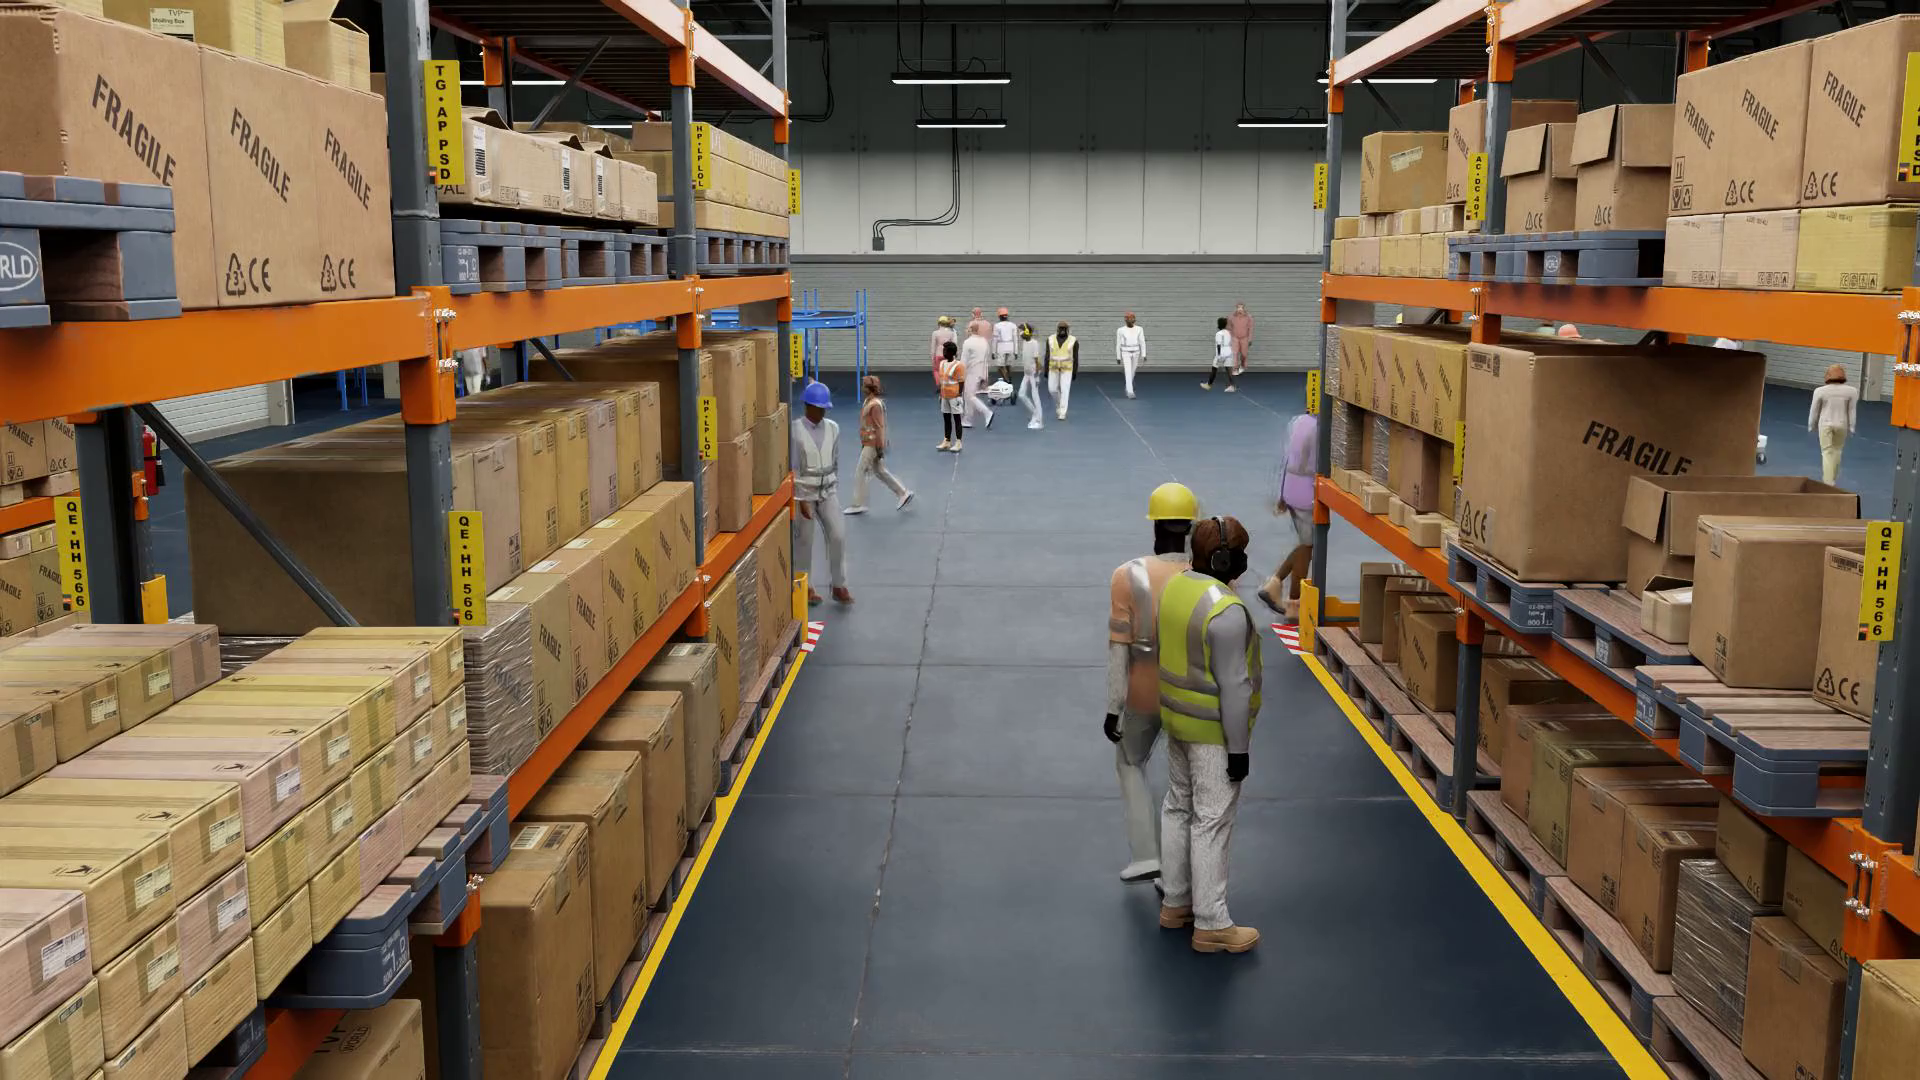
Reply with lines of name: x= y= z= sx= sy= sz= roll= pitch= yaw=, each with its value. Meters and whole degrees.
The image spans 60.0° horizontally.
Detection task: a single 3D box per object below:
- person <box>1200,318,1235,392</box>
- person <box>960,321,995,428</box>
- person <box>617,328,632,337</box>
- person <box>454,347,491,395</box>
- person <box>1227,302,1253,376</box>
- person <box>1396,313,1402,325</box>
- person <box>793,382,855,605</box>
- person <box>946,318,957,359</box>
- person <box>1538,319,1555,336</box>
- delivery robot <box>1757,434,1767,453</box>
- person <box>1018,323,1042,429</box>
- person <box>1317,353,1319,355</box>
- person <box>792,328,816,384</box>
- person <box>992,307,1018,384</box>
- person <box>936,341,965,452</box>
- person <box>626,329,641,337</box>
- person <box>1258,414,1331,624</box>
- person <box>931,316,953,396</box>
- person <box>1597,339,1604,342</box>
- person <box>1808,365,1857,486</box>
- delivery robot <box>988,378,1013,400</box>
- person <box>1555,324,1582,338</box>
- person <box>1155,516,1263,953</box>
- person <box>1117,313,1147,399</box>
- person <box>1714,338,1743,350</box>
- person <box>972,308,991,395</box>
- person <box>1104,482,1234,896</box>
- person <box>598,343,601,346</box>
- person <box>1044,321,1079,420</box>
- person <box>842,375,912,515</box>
person: x=5.831 y=-4.152 z=37.336 sx=0.874 sy=1.649 sz=0.550 roll=9 pitch=13 yaw=43
person: x=0.259 y=-2.886 z=29.118 sx=0.779 sy=1.880 sz=0.652 roll=5 pitch=11 yaw=26
person: x=-5.017 y=-2.253 z=25.221 sx=0.633 sy=1.918 sz=0.779 roll=2 pitch=10 yaw=14
person: x=-8.484 y=-2.825 z=28.854 sx=0.568 sy=1.838 sz=0.892 roll=1 pitch=9 yaw=3
person: x=7.222 y=-5.206 z=42.981 sx=0.663 sy=1.890 sz=0.690 roll=1 pitch=10 yaw=5
person: x=8.448 y=-3.375 z=31.899 sx=0.586 sy=1.928 sz=0.364 roll=4 pitch=10 yaw=22
person: x=-1.219 y=-0.374 z=13.995 sx=0.589 sy=1.904 sz=0.744 roll=-6 pitch=11 yaw=-34
person: x=-0.231 y=-4.293 z=38.259 sx=0.314 sy=1.640 sz=0.516 roll=6 pitch=11 yaw=32
person: x=14.125 y=-4.558 z=39.907 sx=0.553 sy=1.614 sz=0.515 roll=-7 pitch=11 yaw=-34
delivery robot: x=11.310 y=-1.420 z=24.139 sx=0.707 sy=0.478 sz=0.477 roll=0 pitch=10 yaw=-1
person: x=1.264 y=-2.877 z=29.207 sx=0.414 sy=1.844 sz=0.658 roll=-6 pitch=11 yaw=-31
person: x=4.622 y=-1.527 z=20.797 sx=0.366 sy=1.935 sz=0.552 roll=1 pitch=10 yaw=4
person: x=-3.791 y=-4.578 z=39.886 sx=0.787 sy=1.671 sz=0.536 roll=3 pitch=10 yaw=19
person: x=1.027 y=-4.210 z=36.975 sx=0.601 sy=1.907 sz=0.676 roll=-4 pitch=10 yaw=-22
person: x=-0.137 y=-2.217 z=25.642 sx=0.322 sy=1.699 sz=0.536 roll=-8 pitch=12 yaw=-40
person: x=-7.797 y=-4.655 z=39.572 sx=0.549 sy=1.925 sz=0.637 roll=1 pitch=10 yaw=8
person: x=2.807 y=-0.310 z=13.280 sx=0.587 sy=2.009 sz=0.635 roll=-2 pitch=10 yaw=-9
person: x=-0.397 y=-4.026 z=36.355 sx=0.528 sy=1.745 sz=0.367 roll=-4 pitch=10 yaw=-21
person: x=9.594 y=-2.140 z=25.027 sx=0.559 sy=1.751 sz=0.382 roll=1 pitch=10 yaw=7
person: x=11.090 y=-1.429 z=21.189 sx=0.517 sy=1.592 sz=0.828 roll=3 pitch=10 yaw=17
delivery robot: x=0.830 y=-3.058 z=33.954 sx=0.477 sy=0.478 sz=0.707 roll=3 pitch=10 yaw=19
person: x=8.399 y=-1.968 z=23.116 sx=0.368 sy=2.048 sz=0.607 roll=7 pitch=12 yaw=38
person: x=1.070 y=0.808 z=7.103 sx=0.429 sy=1.842 sz=0.633 roll=-3 pitch=10 yaw=-19
person: x=3.660 y=-3.974 z=35.783 sx=0.594 sy=1.845 sz=0.985 roll=-2 pitch=10 yaw=-11
person: x=14.265 y=-3.165 z=30.986 sx=0.601 sy=1.810 sz=0.656 roll=-2 pitch=10 yaw=-13
person: x=0.385 y=-4.161 z=36.692 sx=0.643 sy=1.902 sz=0.399 roll=-8 pitch=12 yaw=-40
person: x=0.934 y=0.692 z=7.577 sx=0.627 sy=1.905 sz=0.507 roll=-2 pitch=10 yaw=-12
person: x=-4.682 y=-1.662 z=21.783 sx=0.826 sy=1.892 sz=0.590 roll=9 pitch=13 yaw=44
person: x=1.891 y=-3.164 z=30.928 sx=0.642 sy=1.829 sz=0.595 roll=3 pitch=10 yaw=15
person: x=-0.963 y=-1.114 z=19.327 sx=0.800 sy=1.614 sz=0.517 roll=-1 pitch=10 yaw=-9
